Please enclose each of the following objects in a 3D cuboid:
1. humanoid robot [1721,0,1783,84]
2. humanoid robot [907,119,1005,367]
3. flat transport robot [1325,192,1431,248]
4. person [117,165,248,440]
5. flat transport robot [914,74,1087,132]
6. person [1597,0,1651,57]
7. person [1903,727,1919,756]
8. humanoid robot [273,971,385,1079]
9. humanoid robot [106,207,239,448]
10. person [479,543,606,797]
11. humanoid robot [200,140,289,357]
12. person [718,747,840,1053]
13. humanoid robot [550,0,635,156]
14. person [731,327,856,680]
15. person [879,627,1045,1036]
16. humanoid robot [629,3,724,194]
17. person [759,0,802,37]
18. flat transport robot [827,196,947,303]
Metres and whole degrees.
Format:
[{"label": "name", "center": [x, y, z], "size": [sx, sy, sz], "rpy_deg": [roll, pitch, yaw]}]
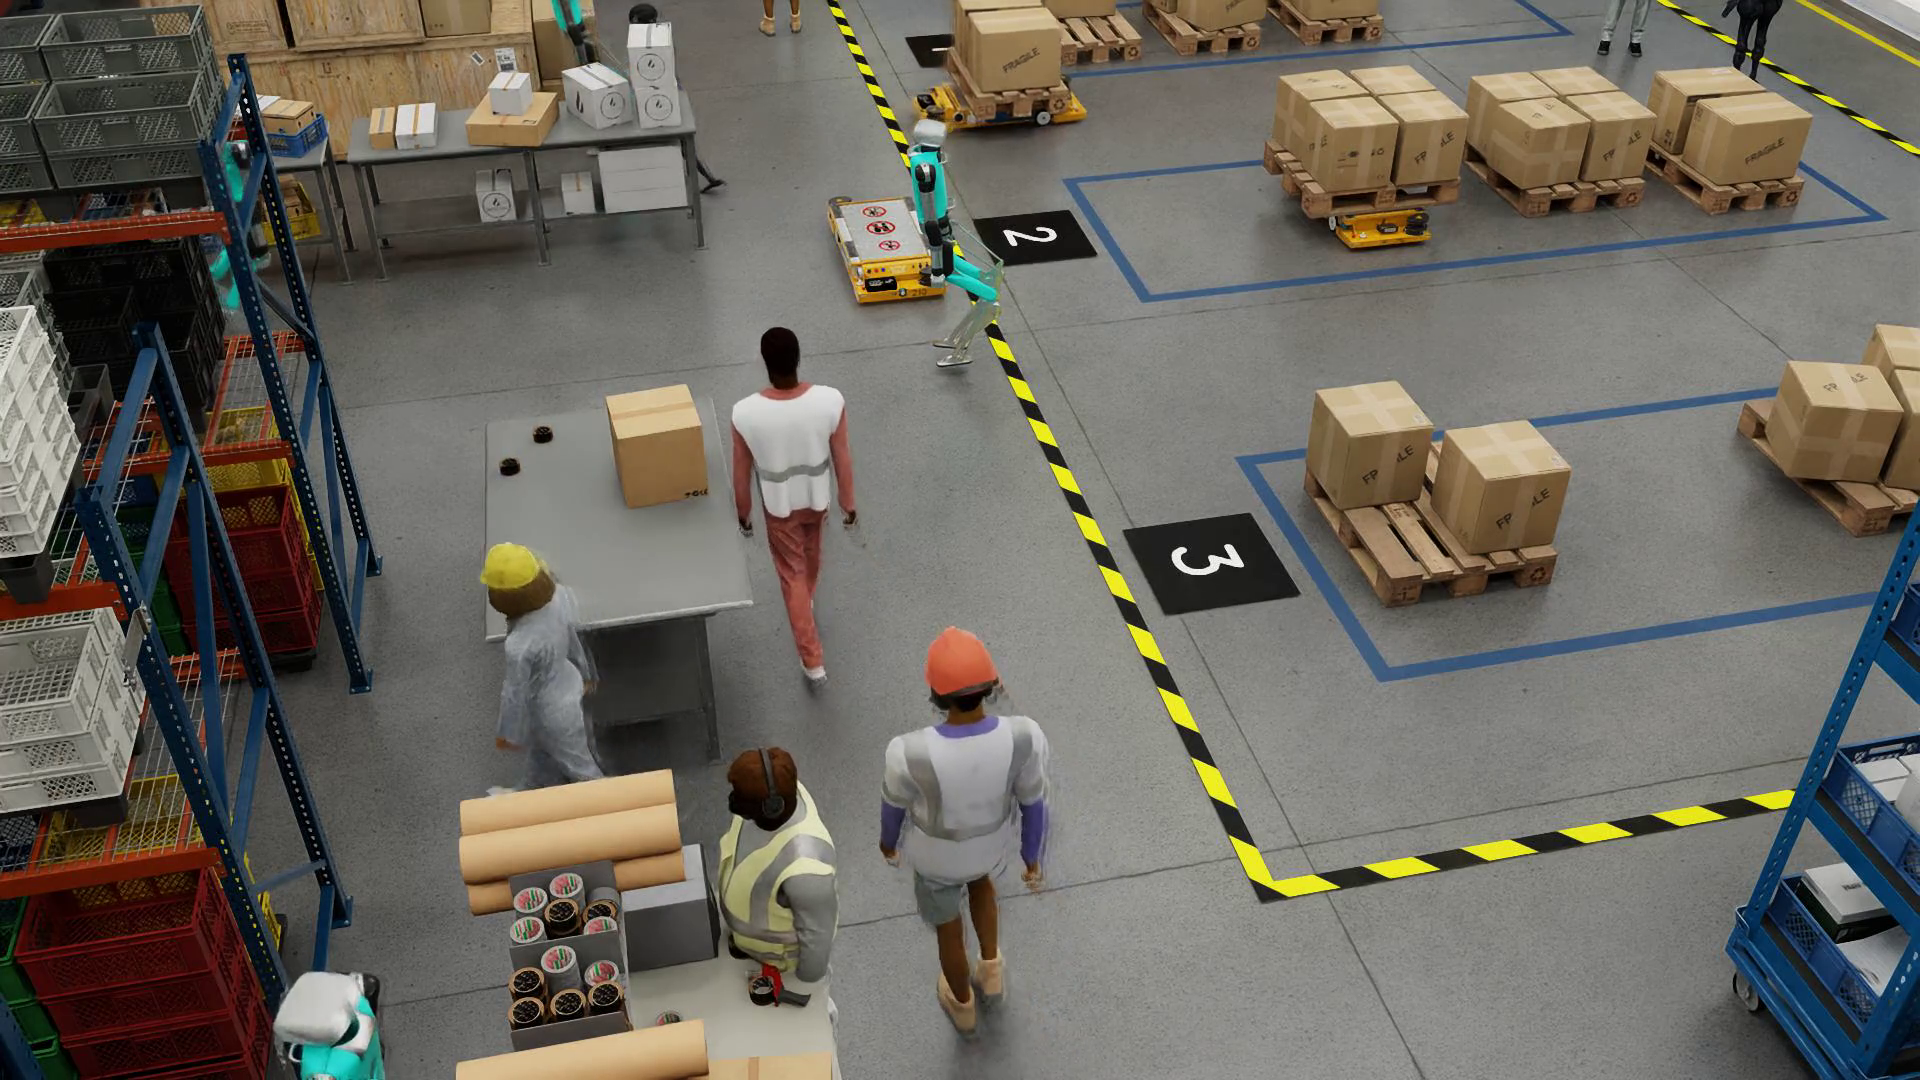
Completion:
[{"label": "humanoid robot", "center": [7.176, -4.892, 14.936], "size": [0.599, 1.657, 0.315], "rpy_deg": [-14, 39, -19]}, {"label": "humanoid robot", "center": [0.034, -1.912, 10.781], "size": [0.735, 1.677, 0.533], "rpy_deg": [-1, 37, -1]}, {"label": "flat transport robot", "center": [3.134, -2.740, 13.213], "size": [0.652, 0.197, 1.431], "rpy_deg": [-8, 37, -10]}, {"label": "person", "center": [-4.823, -1.442, 10.182], "size": [0.510, 1.834, 0.333], "rpy_deg": [10, 38, 14]}, {"label": "flat transport robot", "center": [0.355, -3.883, 14.750], "size": [1.431, 0.197, 0.652], "rpy_deg": [-8, 37, -10]}, {"label": "person", "center": [6.401, -5.451, 15.571], "size": [0.599, 1.827, 0.404], "rpy_deg": [7, 37, 9]}, {"label": "person", "center": [4.440, 0.735, 7.240], "size": [0.400, 1.852, 0.588], "rpy_deg": [-5, 37, -7]}, {"label": "humanoid robot", "center": [-2.197, 2.087, 5.535], "size": [0.786, 1.789, 0.530], "rpy_deg": [0, 37, 0]}, {"label": "humanoid robot", "center": [-4.847, -1.228, 10.045], "size": [0.480, 1.665, 0.589], "rpy_deg": [-27, 44, -31]}, {"label": "person", "center": [-1.908, 0.716, 7.379], "size": [0.837, 1.705, 0.498], "rpy_deg": [6, 37, 8]}, {"label": "humanoid robot", "center": [-4.914, -1.918, 10.945], "size": [0.795, 1.809, 0.530], "rpy_deg": [-30, 46, -34]}, {"label": "person", "center": [-0.669, 1.474, 6.255], "size": [0.431, 1.844, 0.623], "rpy_deg": [-15, 39, -19]}, {"label": "humanoid robot", "center": [-2.893, -3.990, 13.738], "size": [0.902, 1.838, 0.558], "rpy_deg": [-10, 38, -14]}, {"label": "person", "center": [-0.840, -0.208, 8.499], "size": [0.597, 1.868, 0.975], "rpy_deg": [-12, 38, -15]}, {"label": "person", "center": [-0.004, 1.165, 6.522], "size": [0.593, 2.016, 0.479], "rpy_deg": [-13, 39, -17]}, {"label": "humanoid robot", "center": [-2.293, -3.381, 12.962], "size": [0.794, 1.630, 0.601], "rpy_deg": [-7, 37, -9]}, {"label": "person", "center": [-1.788, -5.882, 15.972], "size": [0.606, 2.048, 0.367], "rpy_deg": [-10, 38, -14]}, {"label": "flat transport robot", "center": [-0.570, -2.220, 12.538], "size": [0.659, 0.231, 1.431], "rpy_deg": [-8, 37, -10]}]
